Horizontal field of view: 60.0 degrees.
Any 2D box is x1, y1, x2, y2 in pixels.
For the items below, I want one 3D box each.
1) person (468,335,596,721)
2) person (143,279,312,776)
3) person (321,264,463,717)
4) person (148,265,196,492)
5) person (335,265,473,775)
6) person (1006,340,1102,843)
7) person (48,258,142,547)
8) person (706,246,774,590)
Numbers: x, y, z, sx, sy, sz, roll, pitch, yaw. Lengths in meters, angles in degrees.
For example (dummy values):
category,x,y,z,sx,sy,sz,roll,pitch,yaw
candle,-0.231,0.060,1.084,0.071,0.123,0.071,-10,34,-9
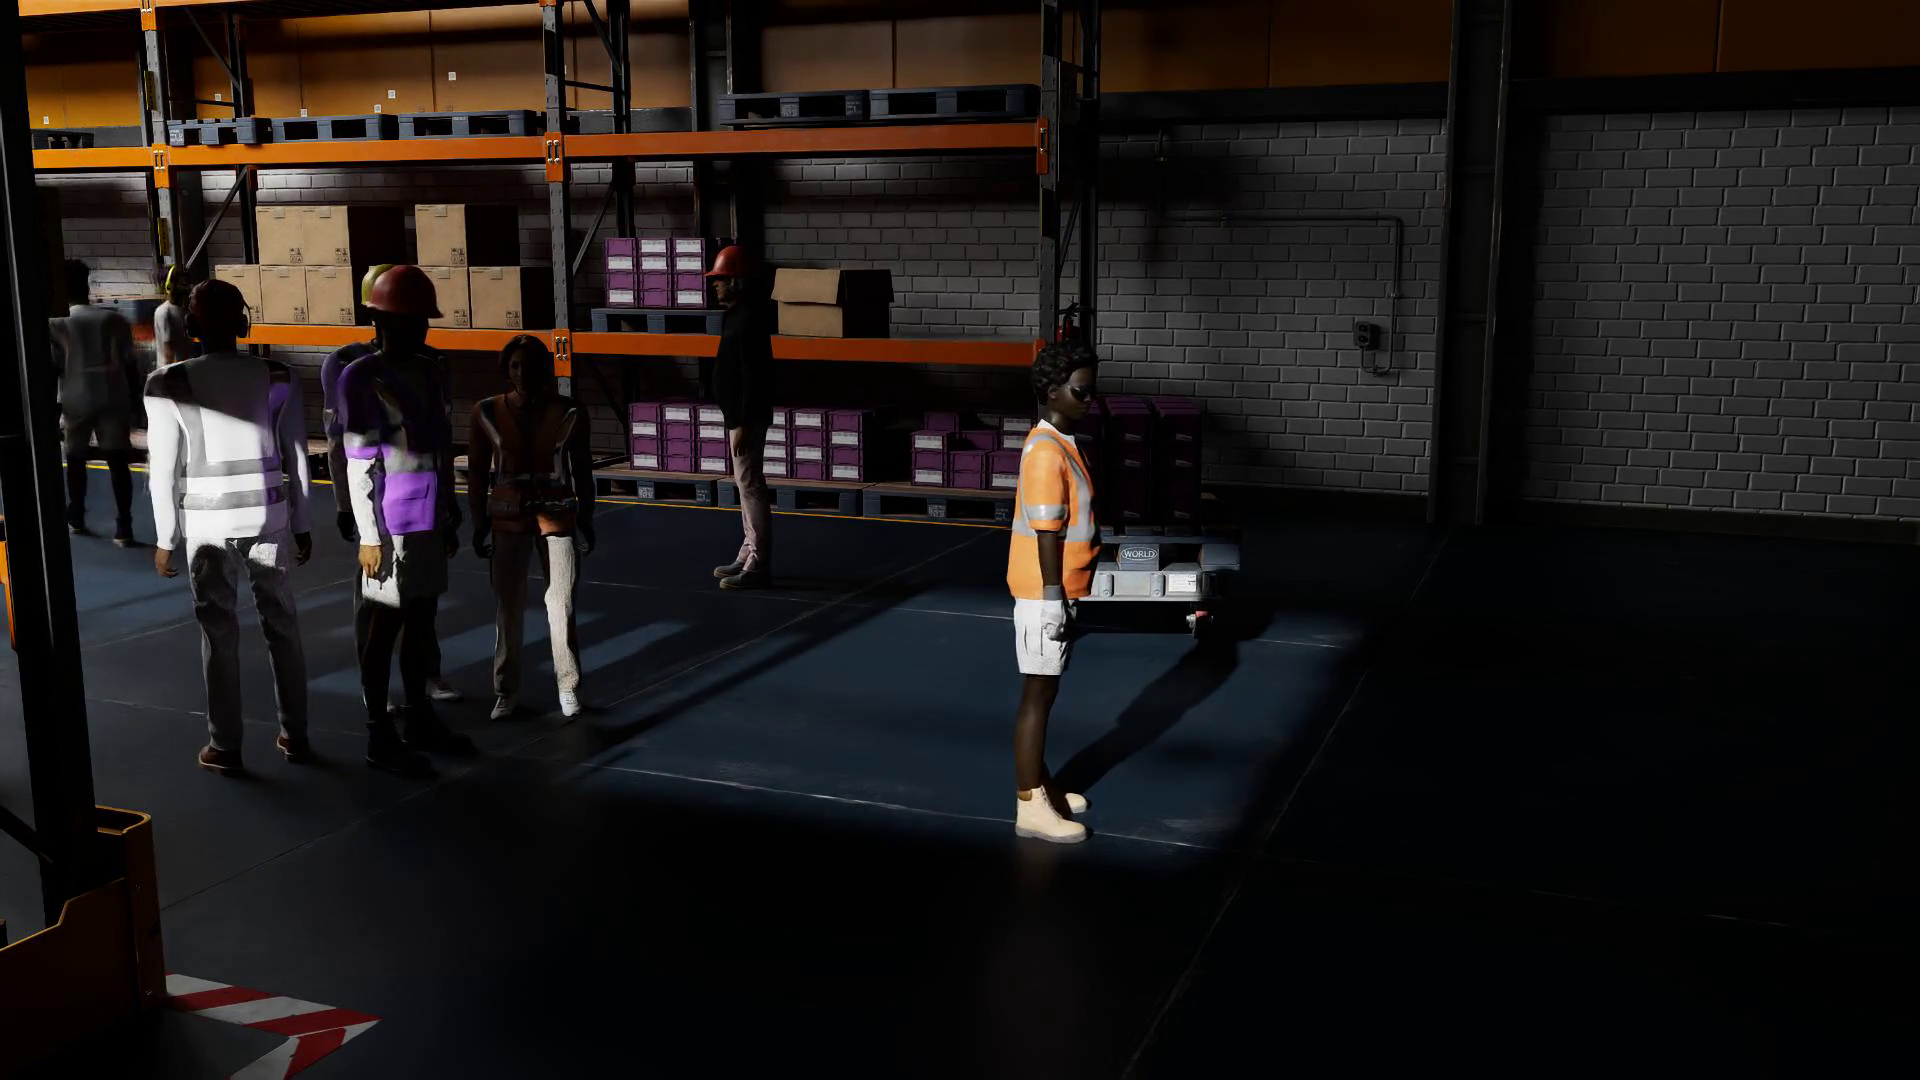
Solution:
category,x,y,z,sx,sy,sz,roll,pitch,yaw
person,-1.806,-0.049,7.052,0.523,1.638,0.311,-2,10,-12
person,-2.765,-0.045,6.346,0.582,1.882,0.338,-8,13,-38
person,-2.422,-0.215,7.174,0.365,1.928,0.585,9,14,42
person,-6.207,-1.278,13.362,0.810,1.830,0.552,0,10,-3
person,-2.110,-0.080,6.398,0.374,1.933,0.550,3,11,17
person,0.323,0.165,5.691,0.320,1.698,0.538,1,10,7
person,-5.872,-0.934,11.233,0.646,1.897,1.032,-9,14,-41
person,-1.275,-0.708,9.730,0.379,1.996,0.609,-2,10,-11
